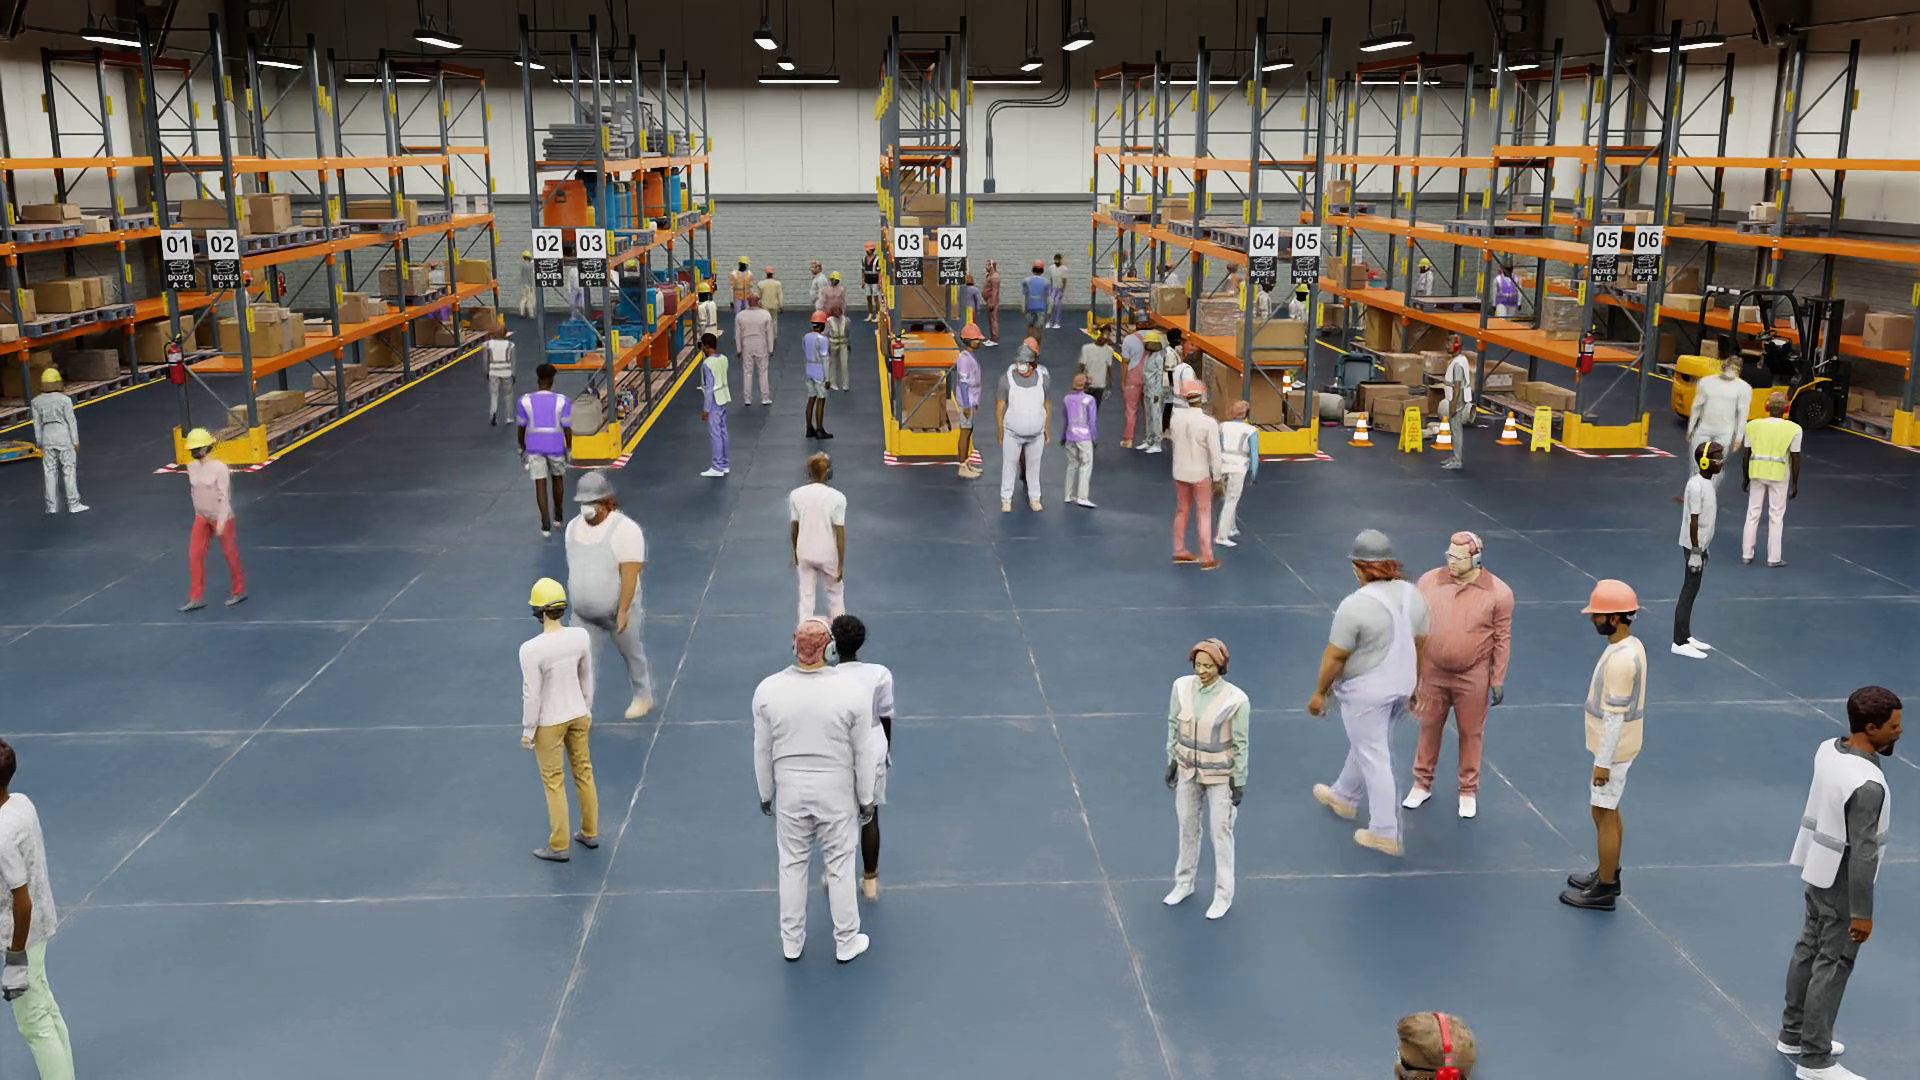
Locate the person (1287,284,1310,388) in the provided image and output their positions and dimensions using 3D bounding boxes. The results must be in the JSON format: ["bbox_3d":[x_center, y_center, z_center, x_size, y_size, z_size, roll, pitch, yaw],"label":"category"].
[{"bbox_3d":[6.178,-3.752,30.407,0.367,1.927,0.584,7,15,28],"label":"person"}]

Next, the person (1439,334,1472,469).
[{"bbox_3d":[6.778,-1.883,22.696,0.393,1.836,0.561,3,14,14],"label":"person"}]

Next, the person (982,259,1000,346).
[{"bbox_3d":[0.684,-5.247,36.783,0.407,1.910,0.638,-1,13,-3],"label":"person"}]

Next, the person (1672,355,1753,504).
[{"bbox_3d":[9.134,-1.306,20.120,0.773,1.887,0.366,12,18,41],"label":"person"}]

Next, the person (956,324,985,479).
[{"bbox_3d":[0.140,-1.843,22.068,0.378,2.045,0.605,2,13,9],"label":"person"}]

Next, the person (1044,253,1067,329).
[{"bbox_3d":[2.302,-5.992,40.116,0.555,1.833,0.726,7,15,26],"label":"person"}]

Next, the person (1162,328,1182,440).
[{"bbox_3d":[3.158,-2.336,24.926,0.321,1.686,0.539,2,13,10],"label":"person"}]

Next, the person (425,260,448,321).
[{"bbox_3d":[-12.428,-5.784,39.510,0.606,1.709,0.635,-10,17,-37],"label":"person"}]

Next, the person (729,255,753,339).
[{"bbox_3d":[-4.985,-5.546,38.019,0.595,1.924,0.386,-9,16,-33],"label":"person"}]

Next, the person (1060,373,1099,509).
[{"bbox_3d":[1.452,-1.203,20.268,0.464,1.619,0.711,-11,17,-39],"label":"person"}]

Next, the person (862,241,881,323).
[{"bbox_3d":[-2.228,-6.458,41.659,0.611,2.031,0.410,9,16,34],"label":"person"}]

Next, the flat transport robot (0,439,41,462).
[{"bbox_3d":[-13.480,-1.188,23.091,0.652,0.197,1.431,8,15,29],"label":"flat transport robot"}]

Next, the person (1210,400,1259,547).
[{"bbox_3d":[3.012,-0.743,18.405,0.533,1.586,0.731,11,17,39],"label":"person"}]

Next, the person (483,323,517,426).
[{"bbox_3d":[-7.237,-2.596,26.170,0.521,1.616,0.666,-2,13,-7],"label":"person"}]

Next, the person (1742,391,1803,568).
[{"bbox_3d":[8.430,-0.626,17.326,0.565,1.849,0.388,12,18,41],"label":"person"}]

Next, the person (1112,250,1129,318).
[{"bbox_3d":[4.074,-6.174,40.807,0.815,1.855,0.613,8,16,31],"label":"person"}]

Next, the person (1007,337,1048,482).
[{"bbox_3d":[0.869,-1.673,21.625,0.561,1.914,0.557,-1,13,-5],"label":"person"}]

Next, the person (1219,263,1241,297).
[{"bbox_3d":[6.426,-5.814,39.817,0.534,1.604,0.762,-8,16,-32],"label":"person"}]

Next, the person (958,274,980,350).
[{"bbox_3d":[0.181,-4.944,36.107,0.504,1.628,0.278,5,14,19],"label":"person"}]

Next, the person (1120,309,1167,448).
[{"bbox_3d":[2.637,-2.363,24.276,0.690,2.000,0.535,-5,14,-18],"label":"person"}]

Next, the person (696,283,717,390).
[{"bbox_3d":[-4.601,-3.690,30.142,0.371,1.927,0.588,3,14,14],"label":"person"}]

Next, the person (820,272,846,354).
[{"bbox_3d":[-2.717,-4.817,35.324,0.620,1.743,0.498,-4,14,-16],"label":"person"}]

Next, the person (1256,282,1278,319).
[{"bbox_3d":[5.721,-3.993,31.218,0.412,2.034,0.602,2,13,7],"label":"person"}]

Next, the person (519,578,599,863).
[{"bbox_3d":[-2.479,1.097,10.211,0.328,1.767,0.532,10,16,36],"label":"person"}]

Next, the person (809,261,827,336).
[{"bbox_3d":[-3.098,-5.160,36.462,0.401,1.896,0.662,-2,13,-8],"label":"person"}]

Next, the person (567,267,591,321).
[{"bbox_3d":[-9.302,-6.060,40.616,0.568,1.725,0.386,-3,14,-13],"label":"person"}]

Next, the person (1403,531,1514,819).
[{"bbox_3d":[3.238,0.873,10.869,0.640,1.904,0.401,7,15,29],"label":"person"}]

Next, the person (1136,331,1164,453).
[{"bbox_3d":[2.751,-2.131,23.930,0.296,1.745,0.484,-4,14,-17],"label":"person"}]

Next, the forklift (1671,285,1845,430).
[{"bbox_3d":[12.503,-2.886,26.166,2.313,2.155,1.214,-1,13,-3],"label":"forklift"}]

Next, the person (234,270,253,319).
[{"bbox_3d":[-13.912,-4.256,32.416,0.406,1.989,0.622,-10,16,-36],"label":"person"}]

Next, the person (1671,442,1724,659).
[{"bbox_3d":[6.373,0.072,14.328,0.328,1.872,0.513,7,15,28],"label":"person"}]
